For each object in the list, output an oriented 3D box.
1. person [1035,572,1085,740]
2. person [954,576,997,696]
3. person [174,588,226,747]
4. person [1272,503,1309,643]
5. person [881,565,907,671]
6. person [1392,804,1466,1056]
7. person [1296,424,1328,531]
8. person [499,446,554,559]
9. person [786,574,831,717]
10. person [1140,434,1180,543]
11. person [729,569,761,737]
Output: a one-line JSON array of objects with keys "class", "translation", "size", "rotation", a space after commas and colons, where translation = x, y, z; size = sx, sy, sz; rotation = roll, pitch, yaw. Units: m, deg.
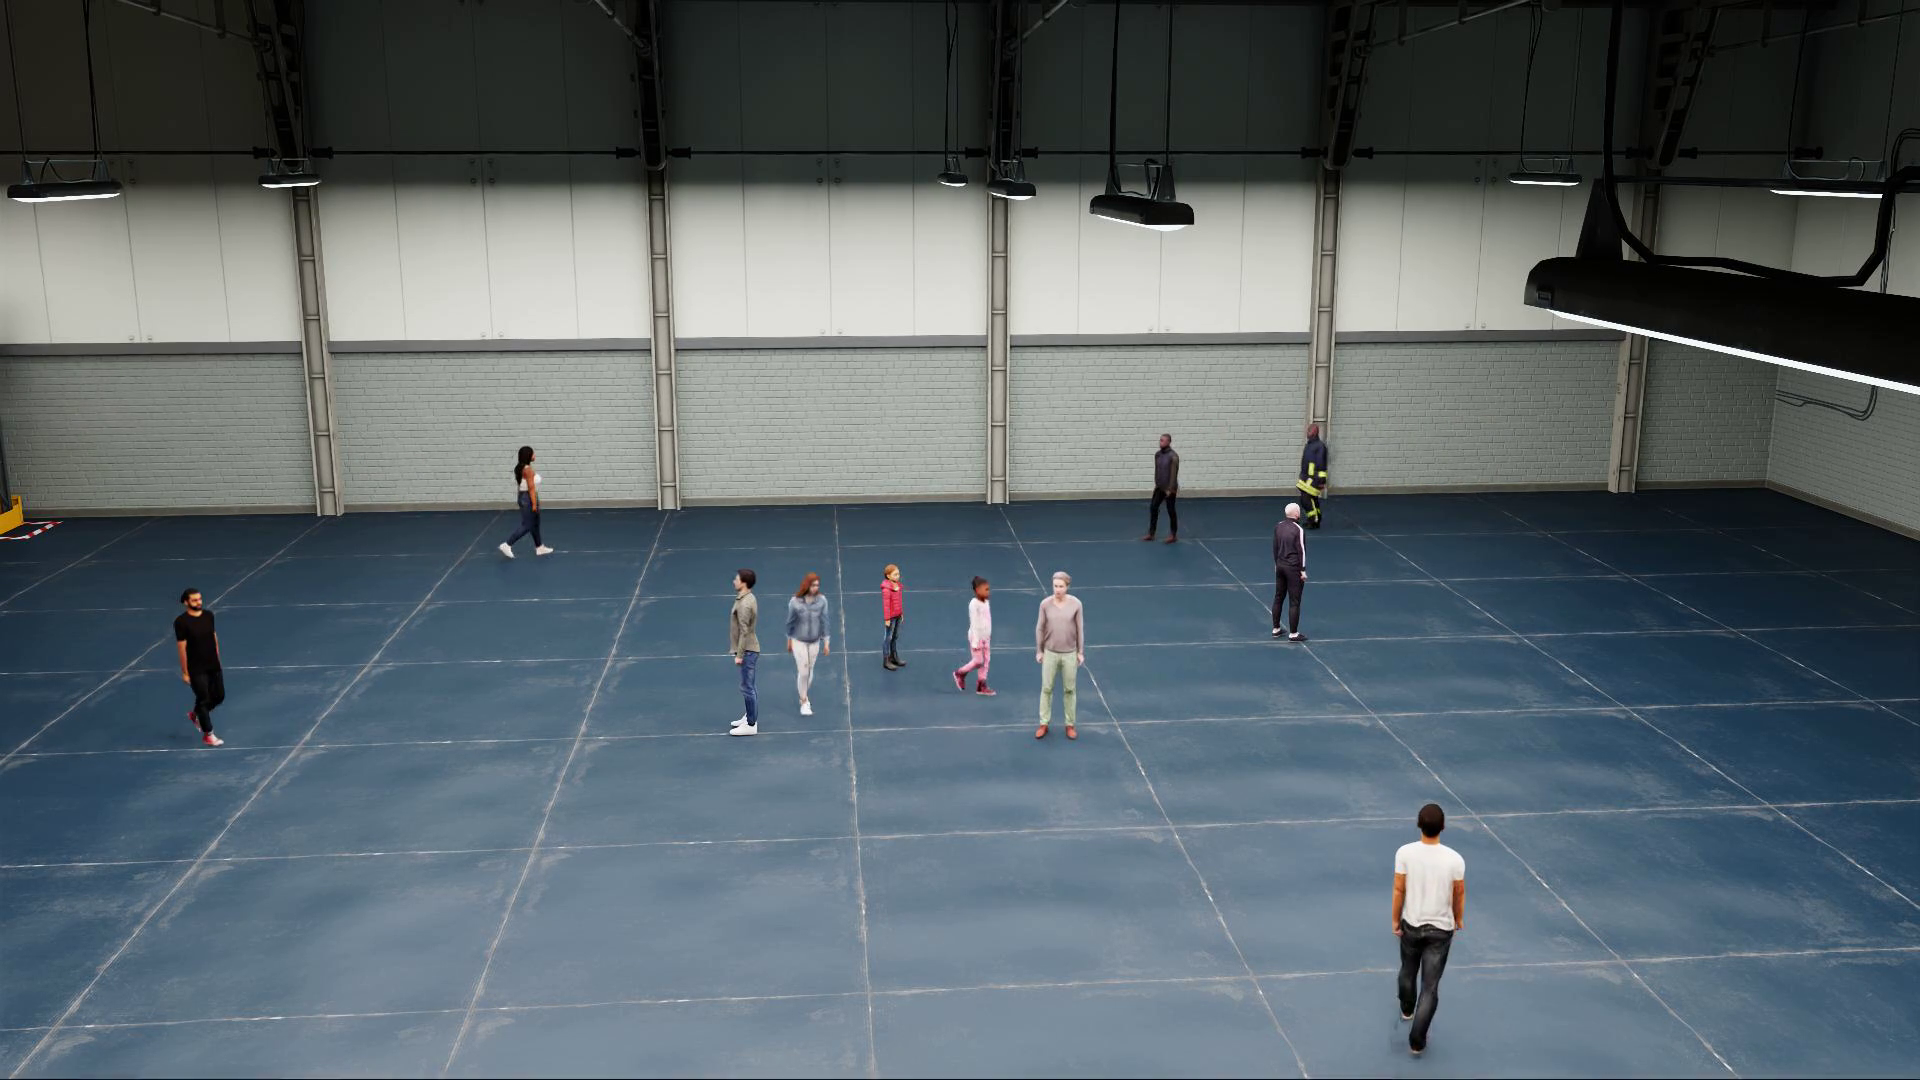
[{"class": "person", "translation": [1.099, 1.246, 18.230], "size": [0.585, 1.869, 0.786], "rotation": [1, 13, 6]}, {"class": "person", "translation": [0.170, 1.134, 19.670], "size": [0.865, 1.437, 0.787], "rotation": [8, 15, 32]}, {"class": "person", "translation": [-8.263, 1.362, 18.006], "size": [0.967, 1.743, 0.864], "rotation": [6, 14, 25]}, {"class": "person", "translation": [4.332, 0.413, 21.898], "size": [0.764, 1.837, 0.759], "rotation": [-10, 16, -36]}, {"class": "person", "translation": [-0.850, 0.945, 20.751], "size": [0.640, 1.318, 0.597], "rotation": [8, 15, 30]}, {"class": "person", "translation": [3.300, 2.780, 11.808], "size": [1.054, 1.778, 1.003], "rotation": [6, 14, 24]}, {"class": "person", "translation": [6.100, -1.080, 28.403], "size": [0.844, 1.811, 0.826], "rotation": [-3, 13, -15]}, {"class": "person", "translation": [-6.906, -0.565, 26.246], "size": [1.238, 1.780, 1.010], "rotation": [-8, 15, -32]}, {"class": "person", "translation": [-1.797, 1.162, 19.056], "size": [0.920, 1.660, 0.832], "rotation": [-3, 13, -13]}, {"class": "person", "translation": [3.468, -0.845, 27.381], "size": [1.063, 1.814, 0.962], "rotation": [-10, 16, -37]}, {"class": "person", "translation": [-2.351, 1.220, 18.345], "size": [0.576, 1.867, 0.695], "rotation": [-1, 13, -3]}]
